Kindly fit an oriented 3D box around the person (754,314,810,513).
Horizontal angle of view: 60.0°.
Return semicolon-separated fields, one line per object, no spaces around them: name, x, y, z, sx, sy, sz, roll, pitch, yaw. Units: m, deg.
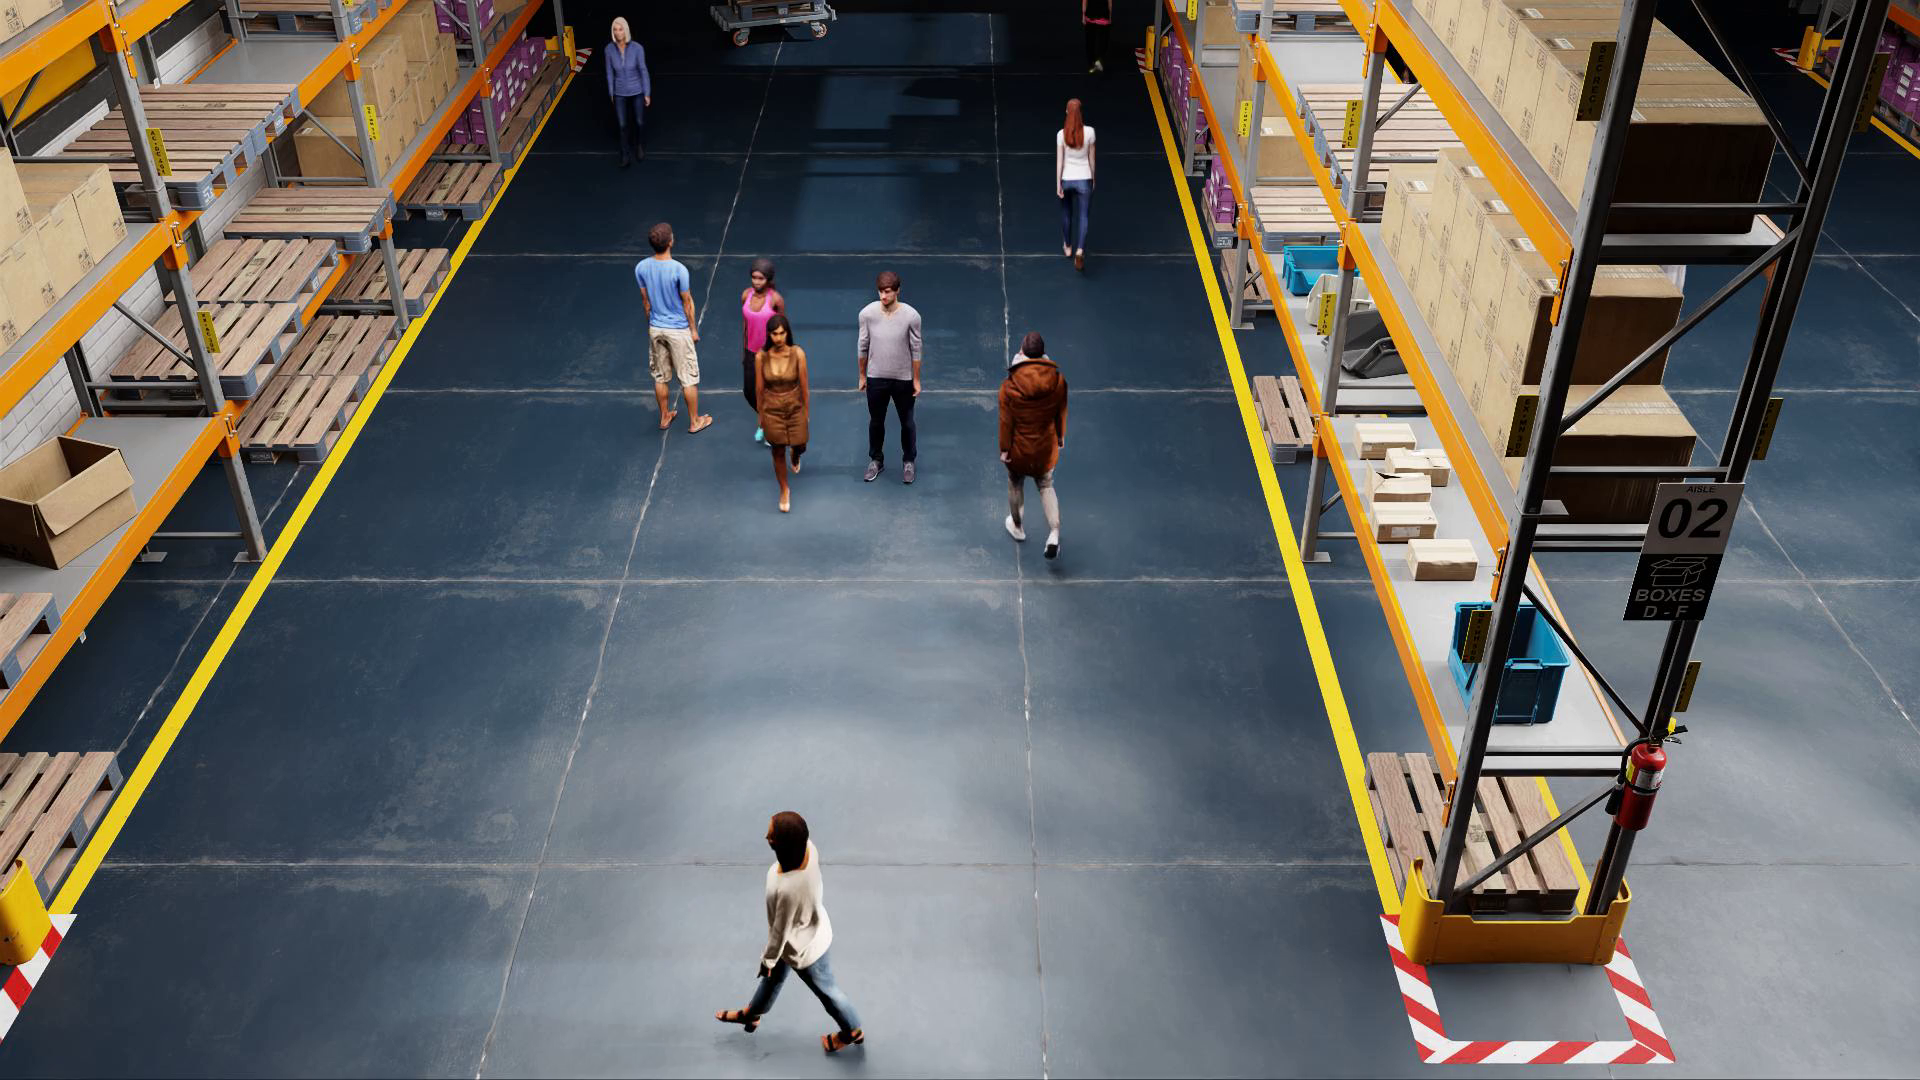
person;-1.397;-1.042;13.099;0.596;1.677;0.786;-3;34;-4

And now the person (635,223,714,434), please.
person;-2.447;-1.782;14.045;0.721;1.863;0.680;10;35;15

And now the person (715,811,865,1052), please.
person;-0.718;2.044;8.482;0.719;1.648;0.962;2;34;2

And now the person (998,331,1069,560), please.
person;0.553;-0.666;12.409;0.880;1.814;1.122;-9;35;-14

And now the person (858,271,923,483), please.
person;-0.550;-1.317;13.364;0.694;1.841;0.585;5;34;7

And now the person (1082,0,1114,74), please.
person;1.821;-6.972;22.141;0.610;1.543;0.676;5;34;8

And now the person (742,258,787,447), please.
person;-1.586;-1.593;13.898;0.680;1.709;0.700;11;35;16

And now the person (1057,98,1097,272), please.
person;1.183;-3.581;16.886;0.587;1.713;1.033;1;34;2

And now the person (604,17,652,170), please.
person;-3.842;-5.246;19.398;0.707;1.705;1.019;-3;34;-4
